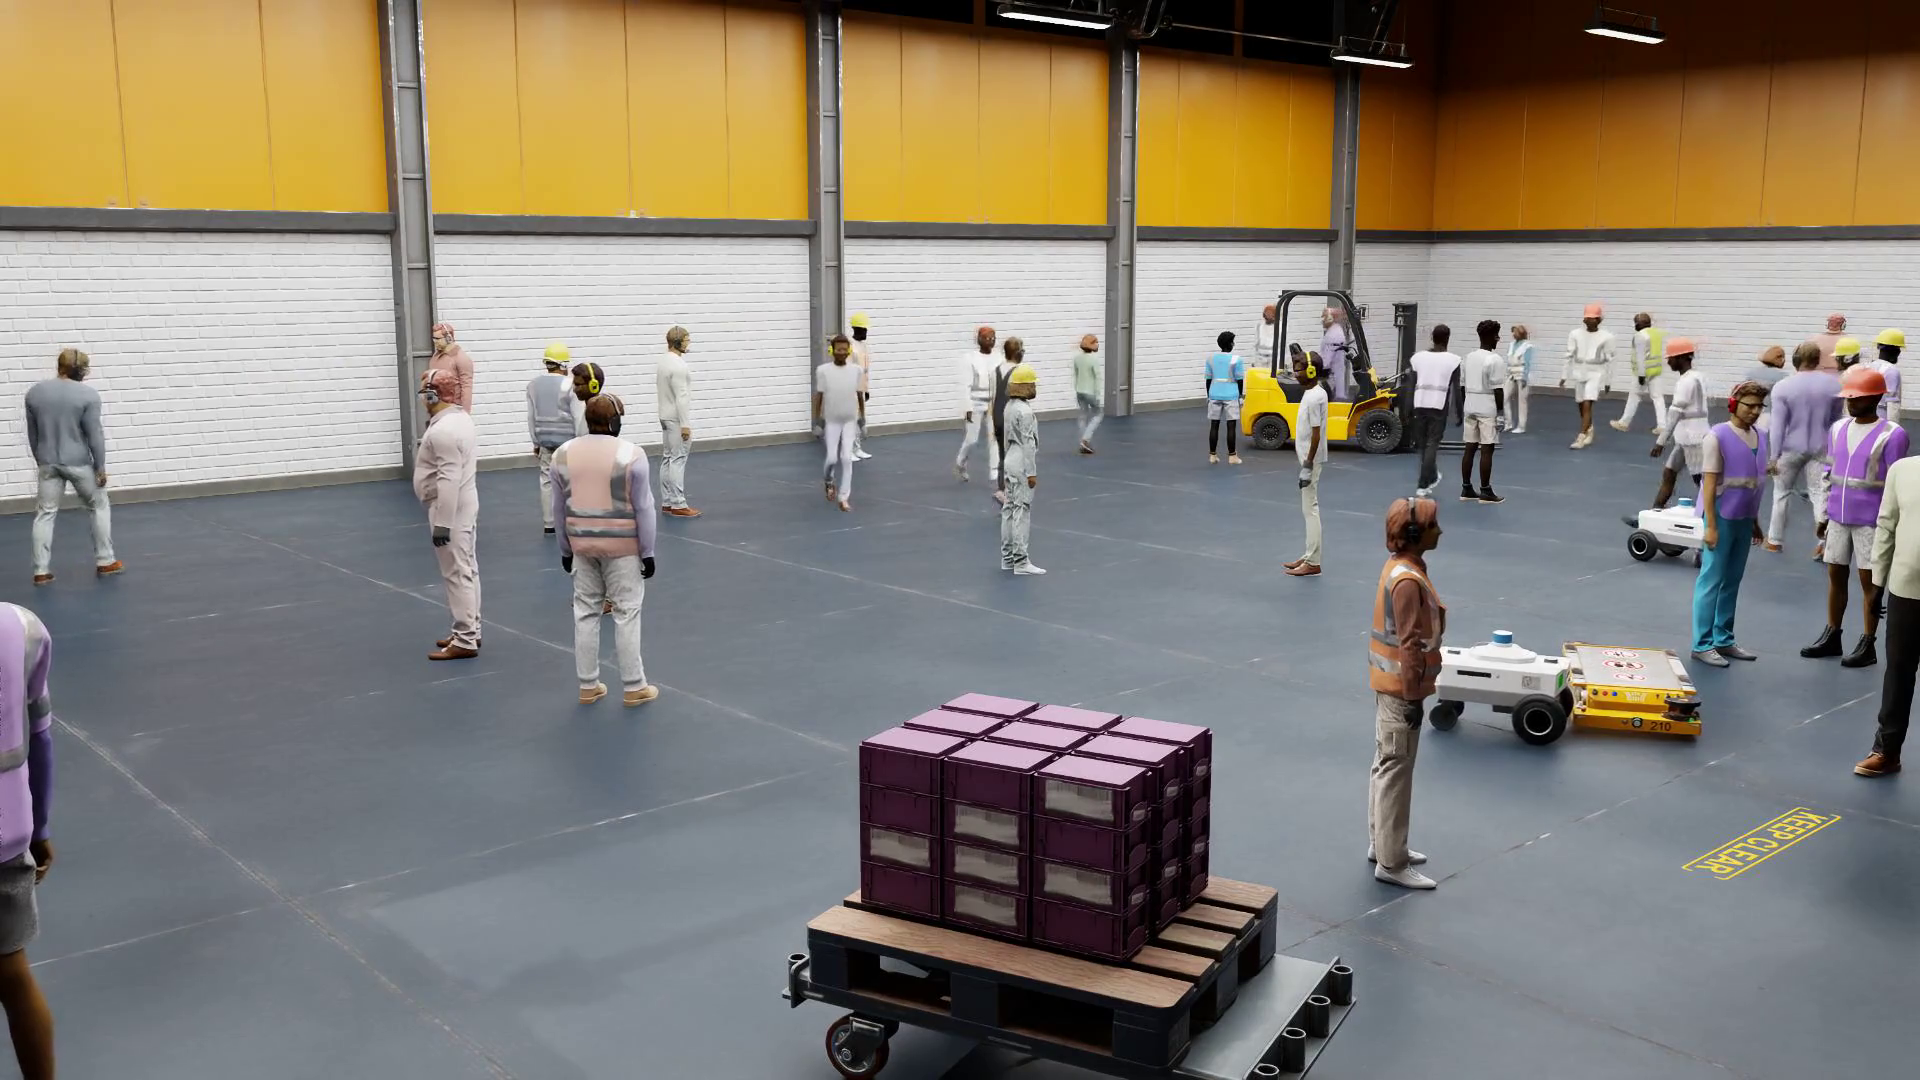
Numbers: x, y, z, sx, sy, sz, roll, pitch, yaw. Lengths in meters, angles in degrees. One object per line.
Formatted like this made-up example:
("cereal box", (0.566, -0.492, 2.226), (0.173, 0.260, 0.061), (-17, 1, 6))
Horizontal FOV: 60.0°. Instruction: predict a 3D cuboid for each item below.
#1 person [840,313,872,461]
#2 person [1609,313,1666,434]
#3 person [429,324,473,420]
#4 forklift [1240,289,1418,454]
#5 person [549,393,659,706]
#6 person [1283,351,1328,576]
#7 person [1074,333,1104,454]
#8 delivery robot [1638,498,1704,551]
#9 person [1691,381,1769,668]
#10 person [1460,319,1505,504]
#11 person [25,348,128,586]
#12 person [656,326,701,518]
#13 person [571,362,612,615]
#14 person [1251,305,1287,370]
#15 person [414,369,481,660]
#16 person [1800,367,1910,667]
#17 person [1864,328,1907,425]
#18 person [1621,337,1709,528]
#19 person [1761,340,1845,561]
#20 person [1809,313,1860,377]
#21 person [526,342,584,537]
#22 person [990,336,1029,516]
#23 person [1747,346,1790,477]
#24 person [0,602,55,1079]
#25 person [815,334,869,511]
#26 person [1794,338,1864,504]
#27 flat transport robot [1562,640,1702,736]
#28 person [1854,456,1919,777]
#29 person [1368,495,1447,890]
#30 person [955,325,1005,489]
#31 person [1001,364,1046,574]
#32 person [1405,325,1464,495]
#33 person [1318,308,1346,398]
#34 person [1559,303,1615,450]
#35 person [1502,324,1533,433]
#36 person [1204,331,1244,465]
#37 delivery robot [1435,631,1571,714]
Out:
("person", (-1.325, -1.973, 21.474), (0.429, 1.913, 0.589), (5, 11, 28))
("person", (10.152, -2.470, 24.742), (0.663, 1.782, 0.943), (-6, 11, -31))
("person", (-5.632, -1.425, 18.296), (0.639, 1.902, 0.407), (7, 12, 37))
("forklift", (5.034, -2.339, 22.783), (2.313, 2.155, 1.214), (3, 10, 16))
("person", (-2.068, 0.059, 9.777), (0.626, 1.843, 0.430), (3, 10, 15))
("person", (2.870, -0.630, 13.753), (0.329, 1.865, 0.507), (2, 10, 12))
("person", (1.721, -1.941, 22.141), (0.335, 1.621, 0.500), (-9, 13, -41))
("delivery robot", (6.209, -0.114, 14.278), (0.477, 0.478, 0.707), (-6, 11, -32))
("person", (4.989, -0.112, 10.790), (0.563, 1.838, 0.389), (-6, 12, -33))
("person", (5.602, -1.373, 17.794), (0.367, 1.966, 0.604), (-5, 11, -25))
("person", (-7.200, -0.599, 13.480), (0.641, 1.894, 0.671), (0, 10, 0))
("person", (-2.869, -1.192, 16.820), (0.354, 1.936, 0.635), (-5, 11, -27))
("person", (-2.702, -0.375, 12.252), (0.328, 1.867, 0.509), (-4, 11, -25))
("person", (5.223, -3.041, 27.942), (0.584, 1.841, 0.944), (7, 12, 35))
("person", (-3.370, -0.166, 10.924), (0.399, 1.903, 0.643), (-1, 10, -6))
("person", (5.763, -0.148, 10.717), (0.372, 1.933, 0.552), (-4, 11, -24))
("person", (9.160, -1.140, 16.546), (0.365, 1.927, 0.587), (0, 10, -1))
("person", (6.688, -0.944, 15.518), (0.966, 1.874, 0.579), (5, 11, 27))
("person", (7.365, -0.777, 14.497), (0.641, 1.936, 0.741), (1, 10, 6))
("person", (11.271, -1.978, 21.514), (0.641, 1.909, 0.409), (6, 12, 33))
("person", (-3.757, -0.932, 15.600), (0.591, 1.834, 0.404), (4, 10, 21))
("person", (0.489, -1.131, 16.790), (0.523, 1.832, 0.466), (8, 12, 38))
("person", (9.494, -1.490, 19.614), (0.894, 1.569, 0.522), (-6, 11, -32))
("person", (-2.803, 0.844, 4.637), (0.401, 2.032, 0.613), (2, 10, 14))
("person", (-1.241, -1.233, 17.348), (0.544, 1.848, 0.547), (-2, 10, -14))
("person", (9.317, -1.222, 17.473), (0.620, 1.772, 0.910), (-9, 13, -42))
("flat transport robot", (3.912, 0.845, 9.767), (0.652, 0.197, 1.431), (3, 10, 16))
("person", (4.833, 0.241, 8.256), (0.376, 1.997, 0.612), (-8, 12, -39))
("person", (1.875, 0.629, 7.017), (0.309, 1.645, 0.514), (2, 10, 9))
("person", (0.236, -1.529, 19.027), (0.575, 1.860, 0.850), (-5, 11, -25))
("person", (0.522, -0.588, 13.852), (0.297, 1.744, 0.487), (-4, 10, -21))
("person", (5.325, -1.453, 18.567), (0.601, 1.867, 0.983), (7, 12, 35))
("person", (5.337, -2.453, 24.379), (0.895, 1.867, 0.665), (1, 10, 7))
("person", (8.672, -2.258, 22.910), (0.629, 2.007, 1.029), (8, 13, 40))
("person", (8.228, -2.383, 24.686), (0.525, 1.617, 0.547), (-4, 10, -22))
("person", (3.347, -1.791, 21.034), (0.529, 1.694, 0.321), (6, 12, 33))
("delivery robot", (3.002, 0.748, 9.233), (0.707, 0.478, 0.477), (4, 11, 24))
